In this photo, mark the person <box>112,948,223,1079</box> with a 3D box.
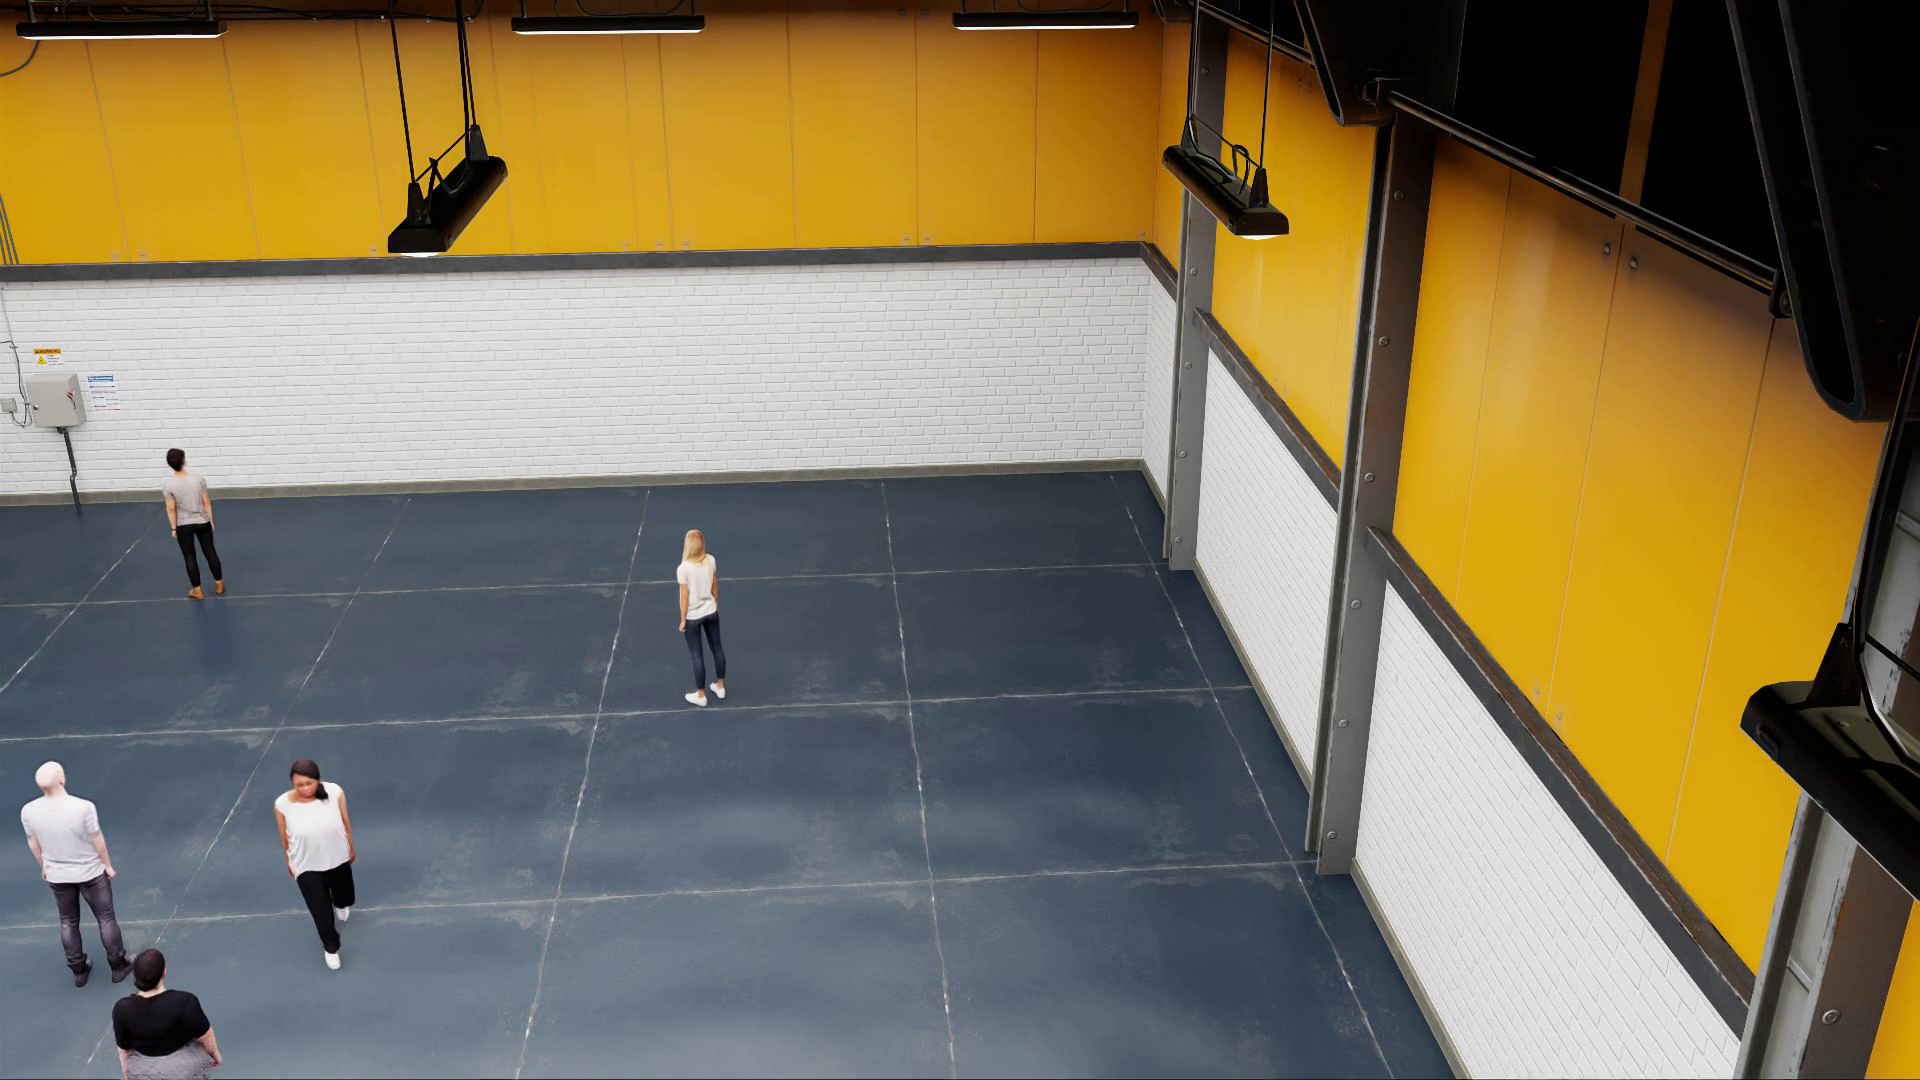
[{"bbox_3d":[-4.832,3.322,10.113,0.693,1.734,0.844,-3,24,-7],"label":"person"}]

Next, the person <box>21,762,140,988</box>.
[{"bbox_3d":[-6.418,2.415,12.064,0.648,1.832,0.575,-3,24,-6],"label":"person"}]

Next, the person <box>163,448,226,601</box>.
[{"bbox_3d":[-8.383,-0.184,18.155,0.683,1.717,0.689,-15,28,-31],"label":"person"}]

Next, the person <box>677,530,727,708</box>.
[{"bbox_3d":[-2.475,0.737,15.934,0.673,1.809,0.699,-20,30,-37],"label":"person"}]

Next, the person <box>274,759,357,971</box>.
[{"bbox_3d":[-4.765,2.347,12.424,0.854,1.670,1.001,-11,26,-25],"label":"person"}]
